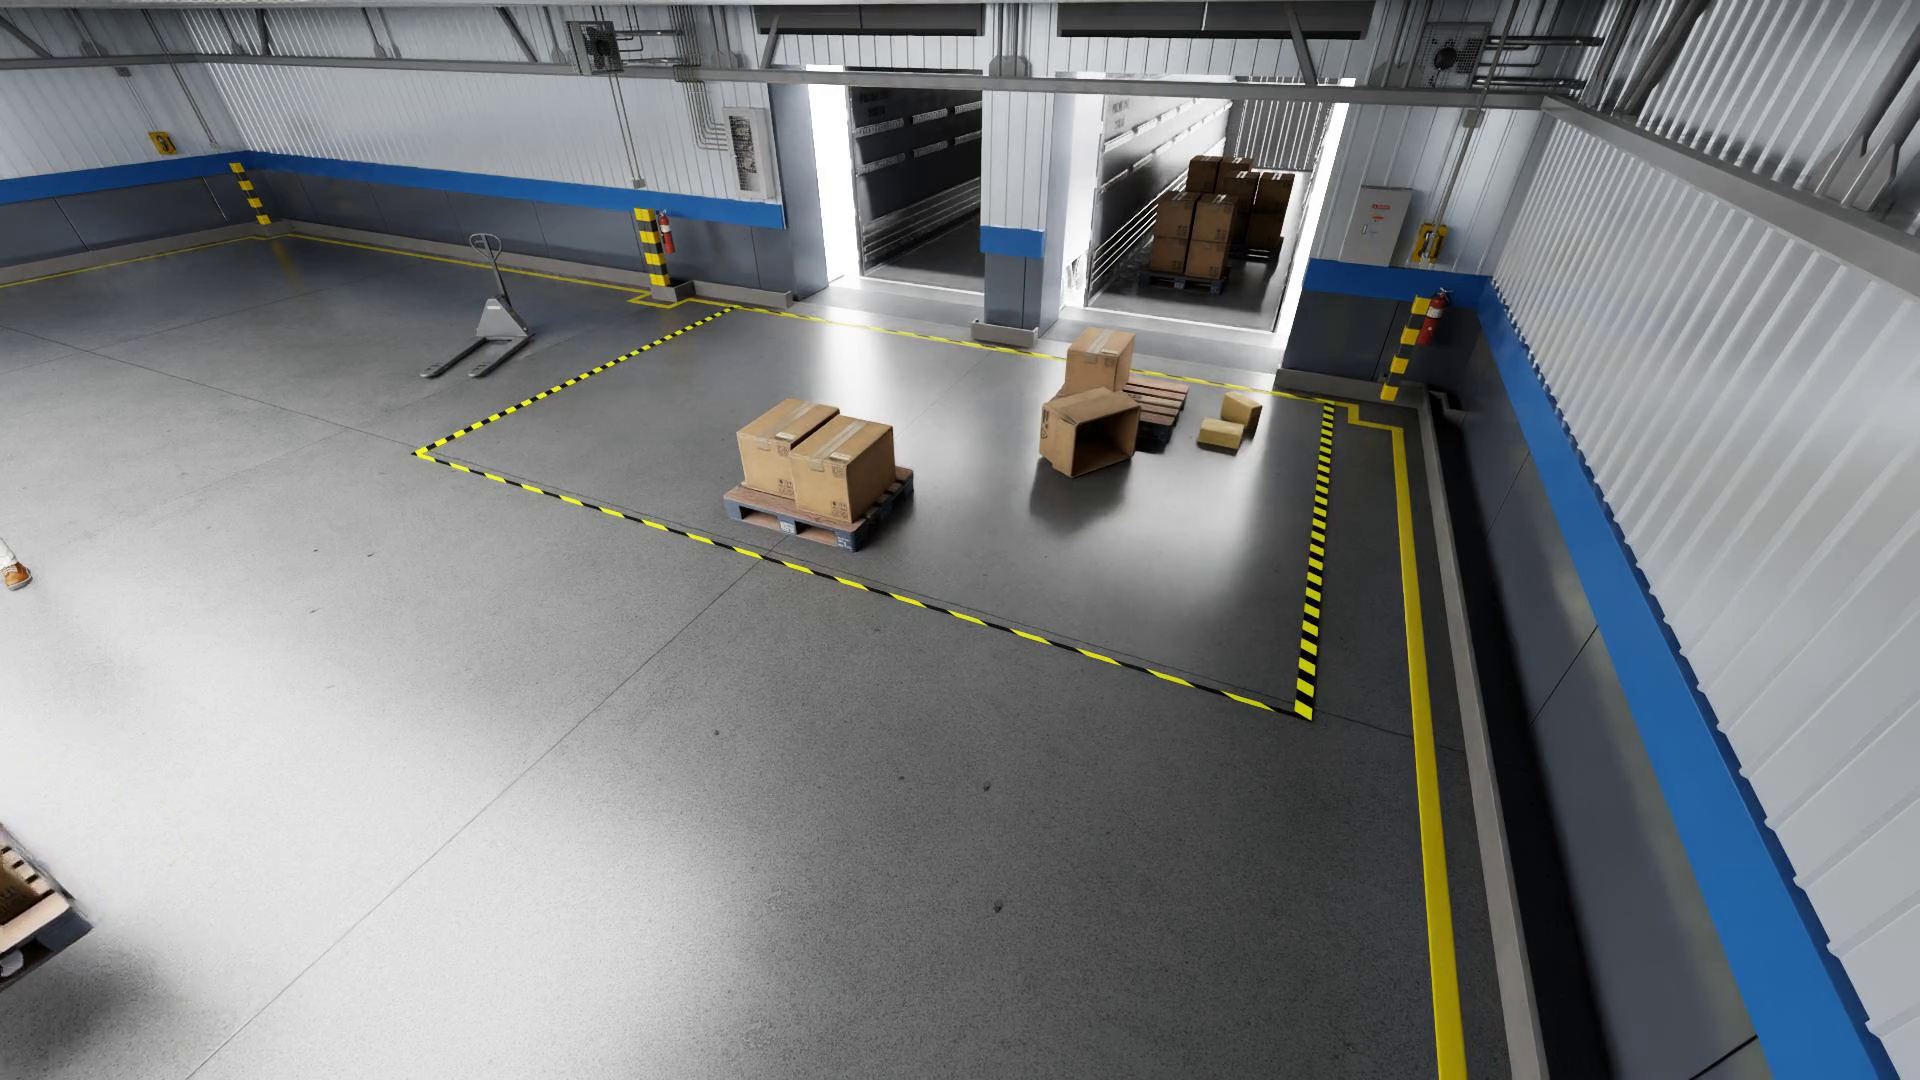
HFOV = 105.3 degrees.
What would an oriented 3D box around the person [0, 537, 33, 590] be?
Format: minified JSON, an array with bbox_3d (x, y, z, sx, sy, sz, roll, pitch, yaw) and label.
[{"bbox_3d":[-6.849,-0.446,4.635,0.616,1.945,0.391,-25,43,-31],"label":"person"}]

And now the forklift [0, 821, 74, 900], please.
[{"bbox_3d":[-4.958,0.806,2.799,0.776,2.013,0.716,17,39,22],"label":"forklift"}]

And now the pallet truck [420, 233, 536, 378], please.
[{"bbox_3d":[-5.664,-2.712,8.427,0.680,1.201,1.601,0,35,-1],"label":"pallet truck"}]
